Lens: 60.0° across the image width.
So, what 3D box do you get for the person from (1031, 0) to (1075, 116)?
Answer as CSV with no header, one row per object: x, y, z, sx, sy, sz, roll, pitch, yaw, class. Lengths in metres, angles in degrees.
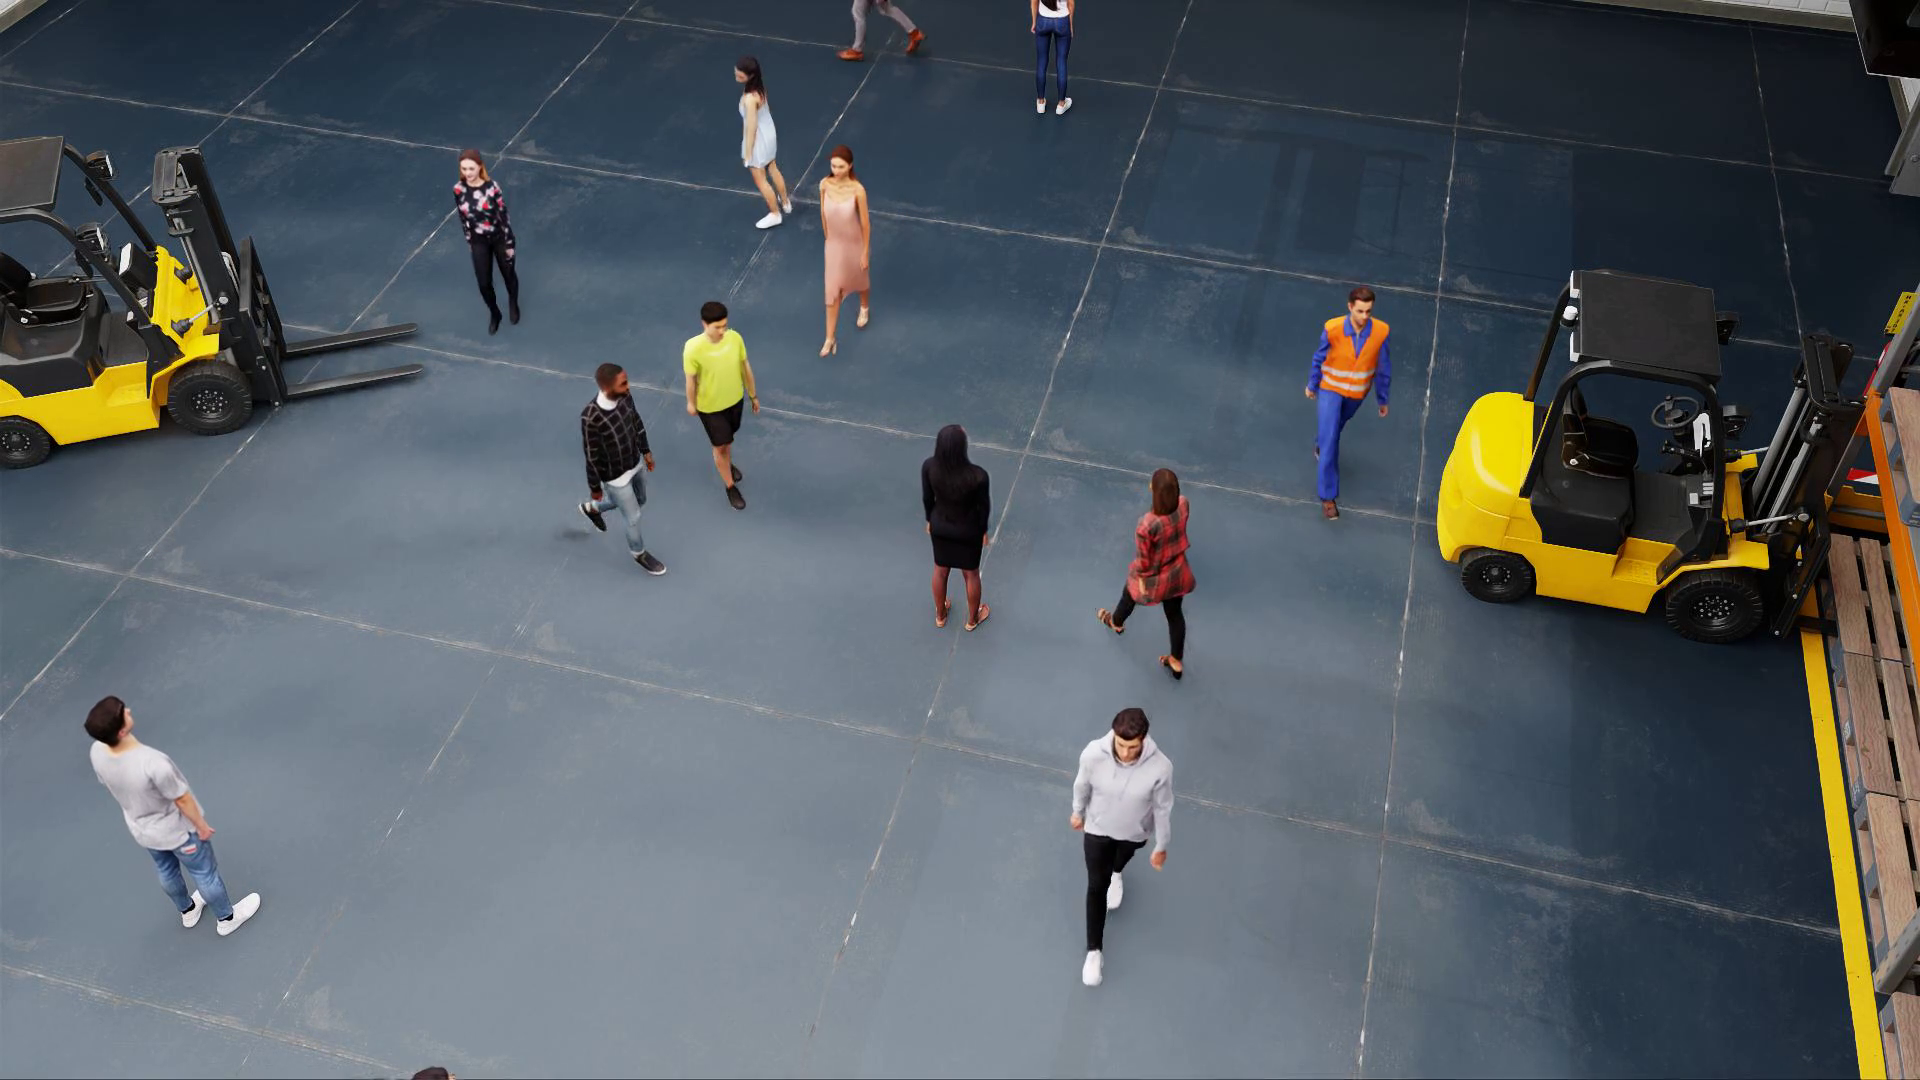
0.910,-5.019,16.269,0.584,1.776,0.511,12,45,12,person

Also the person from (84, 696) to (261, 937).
-4.458,1.549,9.292,0.666,1.890,0.552,12,45,12,person

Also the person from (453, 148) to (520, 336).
-3.858,-2.530,13.735,0.680,1.667,0.735,-4,44,-4,person

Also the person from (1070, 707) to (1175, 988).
0.906,1.510,9.340,0.824,1.880,1.208,5,44,5,person

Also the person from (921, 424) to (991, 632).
-0.025,-0.080,11.124,0.608,1.721,0.502,12,45,12,person

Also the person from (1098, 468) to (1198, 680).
1.353,0.260,10.808,1.022,1.665,1.055,-23,48,-23,person

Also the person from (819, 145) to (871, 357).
-0.877,-2.433,13.543,0.616,1.792,1.078,12,45,12,person

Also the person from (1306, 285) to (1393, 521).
2.791,-1.135,12.167,0.985,1.810,1.293,-3,44,-3,person

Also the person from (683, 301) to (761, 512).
-1.804,-1.090,12.210,0.912,1.686,0.946,-28,50,-26,person

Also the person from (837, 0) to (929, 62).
-0.783,-5.740,17.009,0.970,1.798,1.205,2,44,2,person

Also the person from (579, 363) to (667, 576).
-2.448,-0.524,11.536,0.871,1.796,0.988,19,47,19,person

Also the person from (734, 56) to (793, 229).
-1.730,-3.570,14.801,0.871,1.702,0.599,12,45,13,person
